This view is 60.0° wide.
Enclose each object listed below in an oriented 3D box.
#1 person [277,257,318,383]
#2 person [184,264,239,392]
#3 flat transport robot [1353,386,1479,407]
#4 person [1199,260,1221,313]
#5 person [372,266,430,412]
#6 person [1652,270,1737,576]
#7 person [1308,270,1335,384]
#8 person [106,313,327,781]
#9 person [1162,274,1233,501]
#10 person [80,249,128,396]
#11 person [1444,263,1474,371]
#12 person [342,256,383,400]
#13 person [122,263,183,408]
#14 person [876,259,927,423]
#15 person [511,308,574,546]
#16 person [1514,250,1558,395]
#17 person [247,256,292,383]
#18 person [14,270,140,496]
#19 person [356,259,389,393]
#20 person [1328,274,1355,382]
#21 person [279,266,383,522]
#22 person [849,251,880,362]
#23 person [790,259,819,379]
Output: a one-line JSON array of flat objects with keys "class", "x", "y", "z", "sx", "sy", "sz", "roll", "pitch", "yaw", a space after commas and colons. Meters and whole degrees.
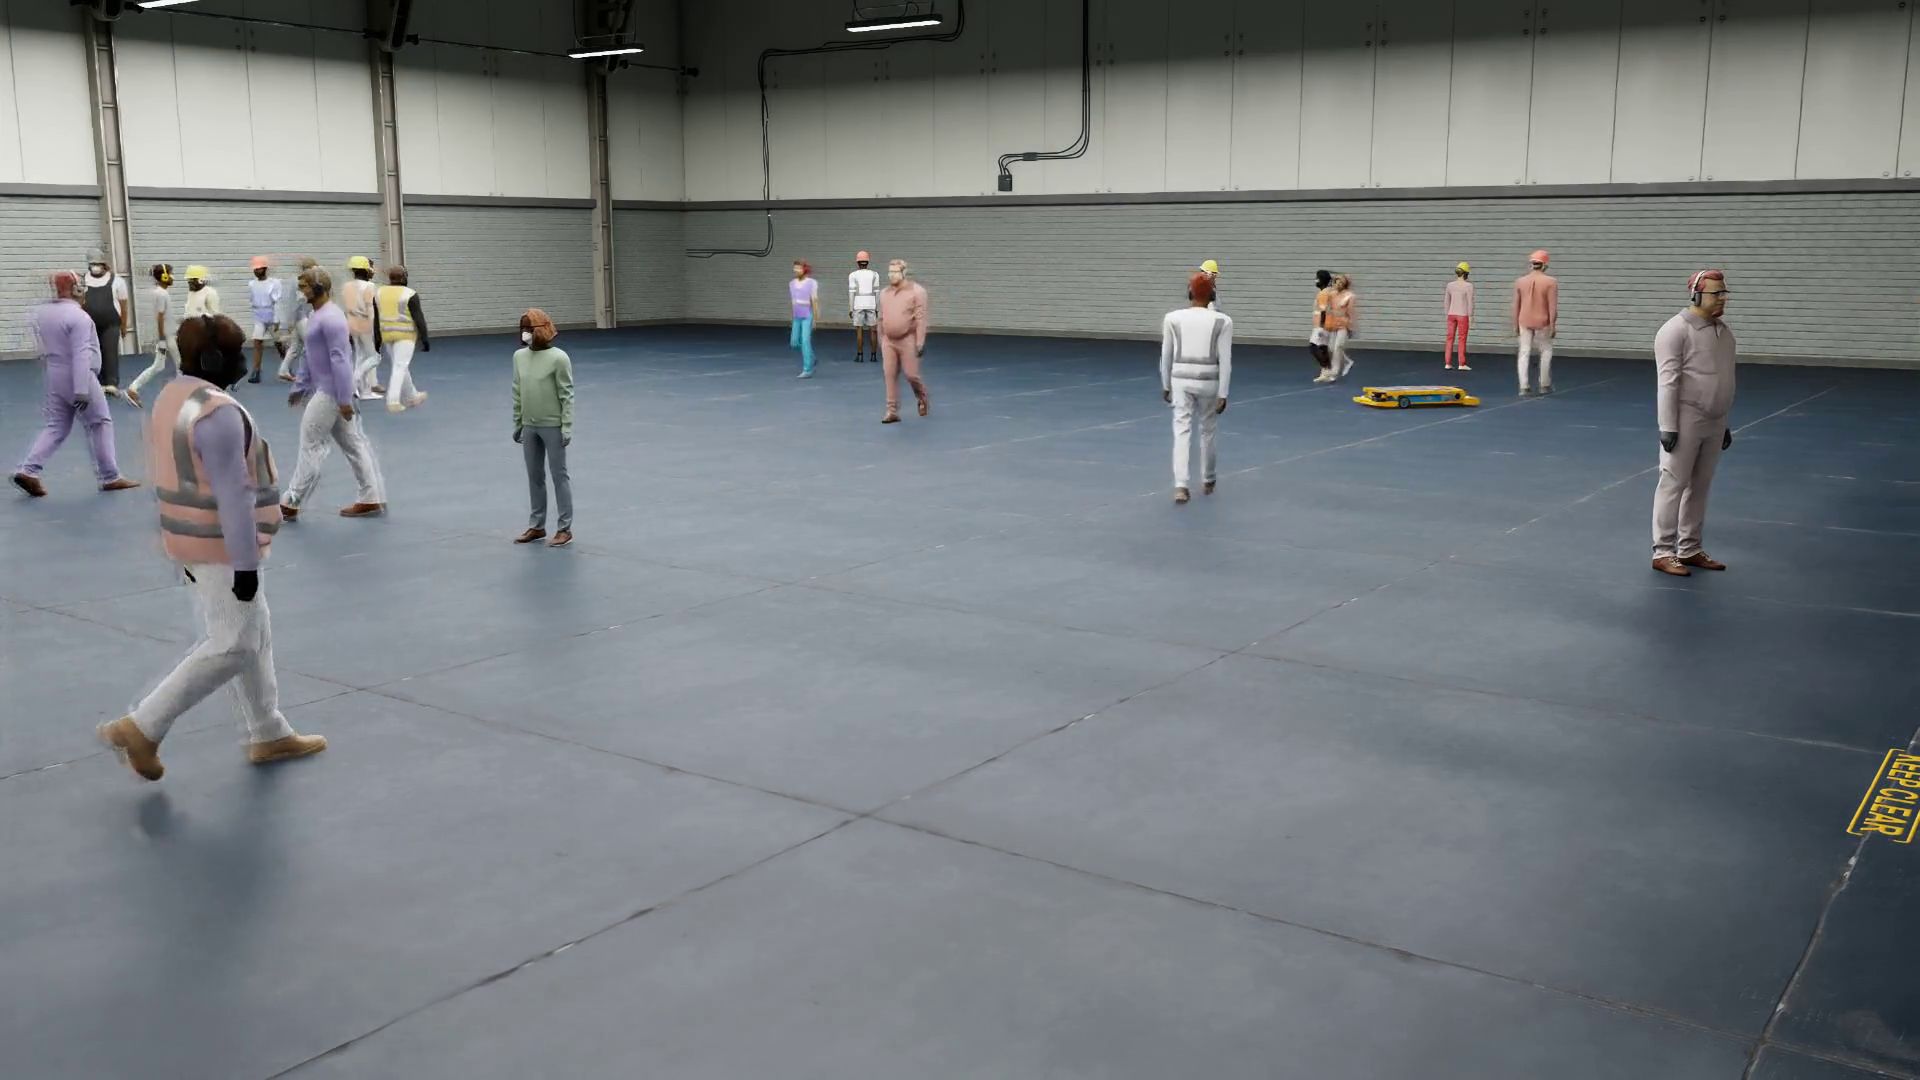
[{"class": "person", "x": -9.883, "y": -3.255, "z": 24.756, "sx": 0.753, "sy": 1.884, "sz": 0.680, "roll": -1, "pitch": 10, "yaw": -7}, {"class": "person", "x": -10.096, "y": -2.799, "z": 22.368, "sx": 0.604, "sy": 1.800, "sz": 0.750, "roll": 8, "pitch": 13, "yaw": 39}, {"class": "flat transport robot", "x": 5.829, "y": -1.844, "z": 21.272, "sx": 1.431, "sy": 0.197, "sz": 0.652, "roll": -2, "pitch": 10, "yaw": -13}, {"class": "person", "x": 3.692, "y": -3.261, "z": 24.861, "sx": 0.403, "sy": 1.825, "sz": 0.586, "roll": -2, "pitch": 10, "yaw": -9}, {"class": "person", "x": -6.932, "y": -2.510, "z": 20.750, "sx": 0.661, "sy": 1.786, "sz": 0.981, "roll": 3, "pitch": 11, "yaw": 18}, {"class": "person", "x": 4.652, "y": -0.736, "z": 10.488, "sx": 0.641, "sy": 1.909, "sz": 0.409, "roll": -6, "pitch": 12, "yaw": -32}, {"class": "person", "x": 5.345, "y": -3.140, "z": 24.563, "sx": 0.373, "sy": 1.684, "sz": 0.548, "roll": 3, "pitch": 11, "yaw": 19}, {"class": "person", "x": -2.910, "y": 0.037, "z": 6.419, "sx": 0.764, "sy": 1.818, "sz": 0.629, "roll": -8, "pitch": 13, "yaw": -39}, {"class": "person", "x": 1.924, "y": -1.243, "z": 13.568, "sx": 0.581, "sy": 1.835, "sz": 1.005, "roll": 2, "pitch": 10, "yaw": 12}, {"class": "person", "x": -11.800, "y": -2.997, "z": 22.774, "sx": 0.691, "sy": 2.000, "sz": 0.883, "roll": -2, "pitch": 10, "yaw": -11}, {"class": "person", "x": 8.190, "y": -3.657, "z": 27.271, "sx": 0.343, "sy": 1.758, "sz": 0.526, "roll": -8, "pitch": 13, "yaw": -38}, {"class": "person", "x": -7.897, "y": -2.774, "z": 21.879, "sx": 0.612, "sy": 1.914, "sz": 0.538, "roll": 7, "pitch": 12, "yaw": 34}, {"class": "person", "x": -10.135, "y": -2.577, "z": 21.039, "sx": 0.916, "sy": 1.833, "sz": 0.518, "roll": -7, "pitch": 12, "yaw": -34}, {"class": "person", "x": -0.675, "y": -2.314, "z": 19.356, "sx": 0.662, "sy": 1.891, "sz": 0.642, "roll": 5, "pitch": 11, "yaw": 26}, {"class": "person", "x": -2.874, "y": -0.772, "z": 11.453, "sx": 0.503, "sy": 1.632, "sz": 0.274, "roll": 5, "pitch": 11, "yaw": 27}, {"class": "person", "x": 7.978, "y": -2.986, "z": 22.899, "sx": 0.646, "sy": 1.968, "sz": 0.807, "roll": 9, "pitch": 14, "yaw": 42}, {"class": "person", "x": -10.426, "y": -3.319, "z": 25.022, "sx": 0.548, "sy": 1.888, "sz": 0.996, "roll": 1, "pitch": 10, "yaw": 4}, {"class": "person", "x": -7.394, "y": -1.296, "z": 13.751, "sx": 0.654, "sy": 1.871, "sz": 0.939, "roll": 7, "pitch": 12, "yaw": 33}, {"class": "person", "x": -8.245, "y": -2.967, "z": 23.106, "sx": 0.535, "sy": 1.862, "sz": 0.313, "roll": 6, "pitch": 12, "yaw": 29}, {"class": "person", "x": 5.754, "y": -3.187, "z": 25.024, "sx": 0.557, "sy": 1.611, "sz": 0.566, "roll": -6, "pitch": 12, "yaw": -30}, {"class": "person", "x": -4.847, "y": -1.080, "z": 12.438, "sx": 0.982, "sy": 1.891, "sz": 0.634, "roll": -4, "pitch": 11, "yaw": -22}, {"class": "person", "x": -1.681, "y": -4.080, "z": 29.123, "sx": 0.544, "sy": 1.941, "sz": 0.371, "roll": -3, "pitch": 10, "yaw": -14}, {"class": "person", "x": -2.377, "y": -3.408, "z": 25.684, "sx": 0.576, "sy": 1.831, "sz": 0.488, "roll": 8, "pitch": 13, "yaw": 39}]
